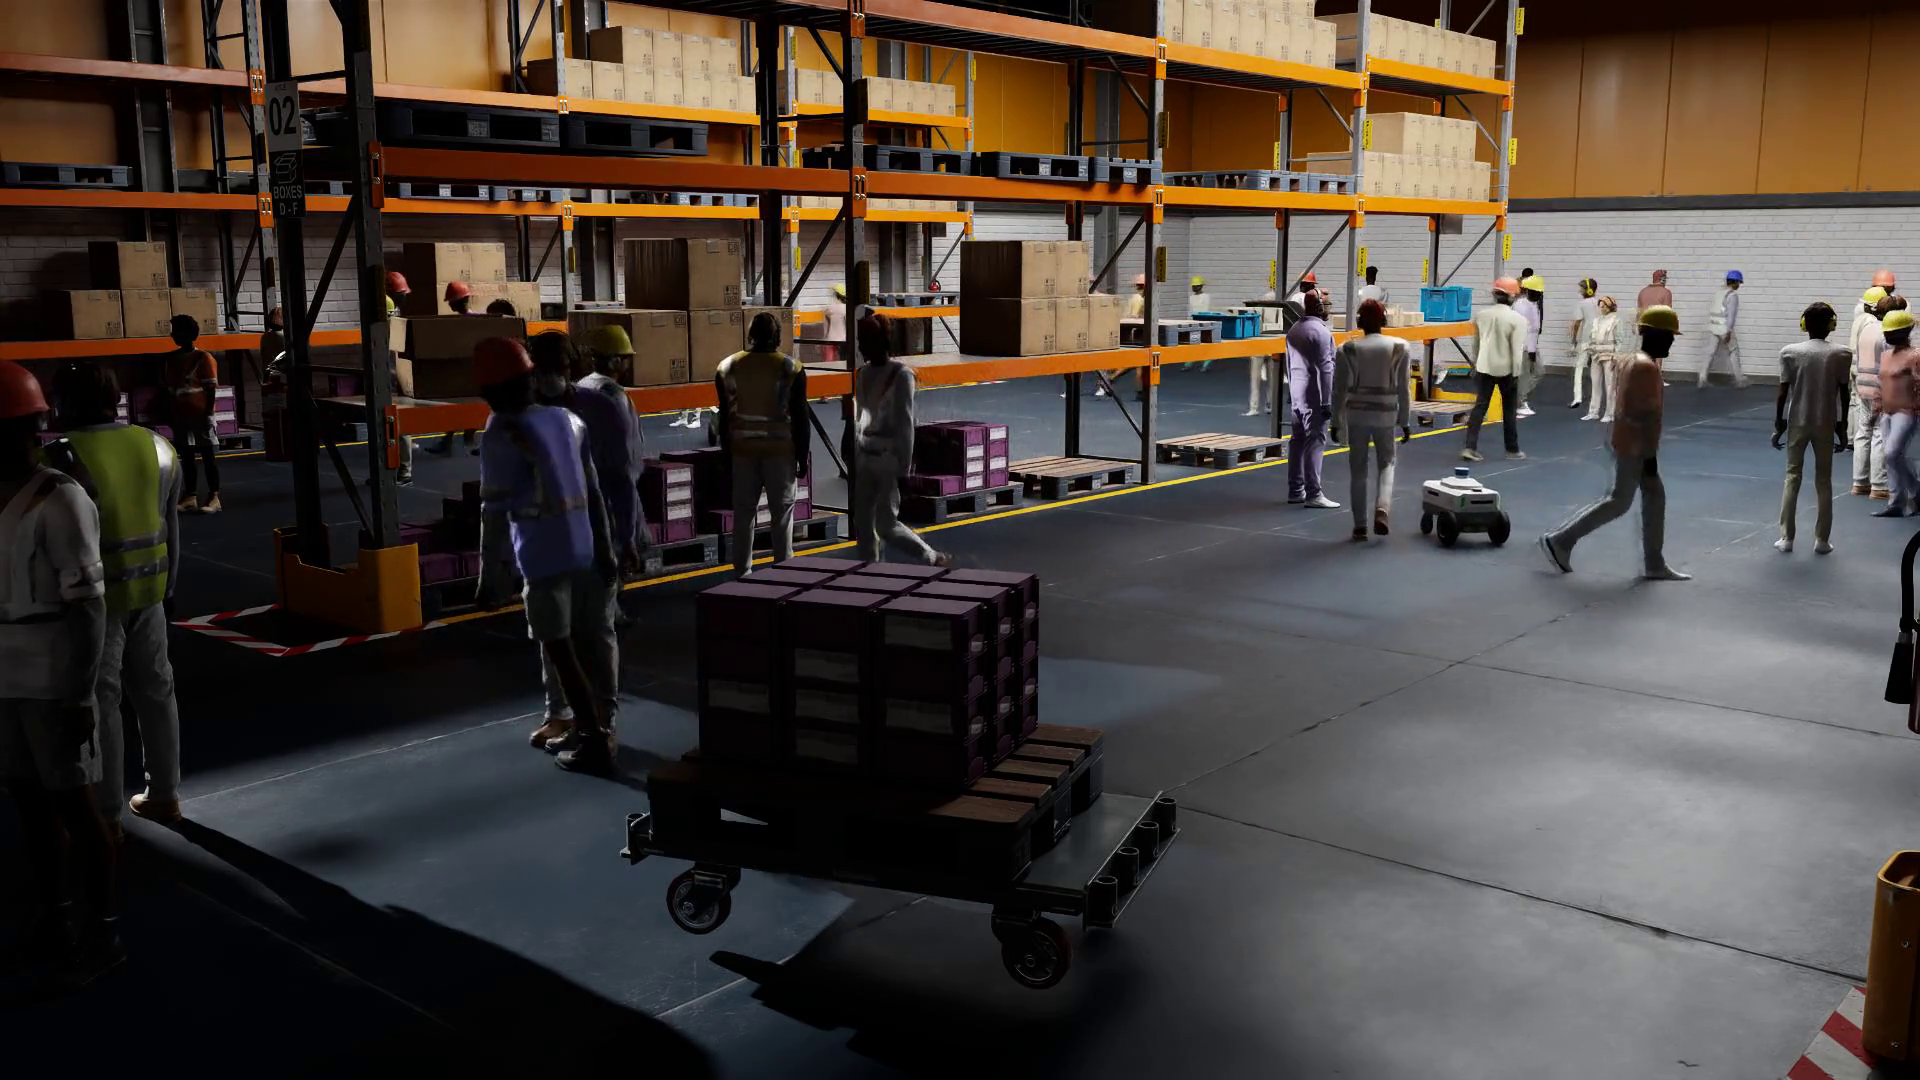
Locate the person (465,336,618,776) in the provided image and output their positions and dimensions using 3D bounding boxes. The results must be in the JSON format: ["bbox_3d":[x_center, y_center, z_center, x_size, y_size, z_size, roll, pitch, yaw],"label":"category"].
[{"bbox_3d":[-1.759,0.083,7.071,0.595,1.884,0.582,5,11,27],"label":"person"}]

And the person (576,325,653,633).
[{"bbox_3d":[-2.038,-0.339,9.696,0.410,1.819,0.595,-7,12,-36],"label":"person"}]

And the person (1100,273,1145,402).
[{"bbox_3d":[2.488,-2.974,24.454,0.749,1.902,0.588,0,10,0],"label":"person"}]

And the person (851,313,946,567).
[{"bbox_3d":[-0.431,-0.477,10.319,0.635,1.867,0.592,-8,13,-37],"label":"person"}]

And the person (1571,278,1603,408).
[{"bbox_3d":[8.926,-2.776,23.502,0.649,1.844,0.611,-1,10,-5],"label":"person"}]

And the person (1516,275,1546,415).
[{"bbox_3d":[7.670,-2.616,22.409,0.432,1.897,0.599,7,12,33],"label":"person"}]

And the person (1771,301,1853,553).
[{"bbox_3d":[6.310,-0.830,12.338,0.520,1.865,0.327,5,11,25],"label":"person"}]

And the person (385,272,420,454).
[{"bbox_3d":[-6.190,-1.922,18.200,0.524,2.003,0.616,-2,10,-13],"label":"person"}]

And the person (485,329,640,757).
[{"bbox_3d":[-1.755,0.026,7.376,0.651,1.908,0.610,-1,10,-6],"label":"person"}]

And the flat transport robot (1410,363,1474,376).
[{"bbox_3d":[8.626,-2.991,29.173,1.431,0.197,0.652,2,10,9],"label":"flat transport robot"}]

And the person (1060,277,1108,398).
[{"bbox_3d":[1.955,-3.092,25.263,0.630,1.864,0.968,8,13,38],"label":"person"}]

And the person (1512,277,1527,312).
[{"bbox_3d":[8.016,-2.846,23.873,0.345,1.845,0.507,1,10,7],"label":"person"}]

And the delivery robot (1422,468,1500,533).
[{"bbox_3d":[3.871,-0.317,12.861,0.477,0.478,0.707,-1,10,-10],"label":"delivery robot"}]

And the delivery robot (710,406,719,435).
[{"bbox_3d":[-2.674,-1.423,19.170,0.477,0.478,0.707,-3,10,-14],"label":"delivery robot"}]

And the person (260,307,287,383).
[{"bbox_3d":[-7.288,-1.679,17.851,0.501,1.628,0.277,6,12,32],"label":"person"}]

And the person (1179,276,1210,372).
[{"bbox_3d":[4.306,-3.912,30.263,0.710,1.738,0.527,-9,13,-40],"label":"person"}]

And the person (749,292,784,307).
[{"bbox_3d":[-2.625,-2.687,22.797,0.651,1.927,0.446,9,13,40],"label":"person"}]

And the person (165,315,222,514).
[{"bbox_3d":[-6.538,-1.064,14.149,0.532,1.696,0.318,4,11,21],"label":"person"}]

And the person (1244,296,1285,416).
[{"bbox_3d":[4.097,-2.463,22.373,0.608,1.611,0.324,-2,10,-12],"label":"person"}]

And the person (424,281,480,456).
[{"bbox_3d":[-5.386,-1.816,17.865,0.906,1.891,0.568,-7,12,-35],"label":"person"}]

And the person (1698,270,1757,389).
[{"bbox_3d":[12.334,-3.361,26.659,0.967,1.888,0.633,-1,10,-5],"label":"person"}]

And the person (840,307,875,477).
[{"bbox_3d":[-0.973,-1.449,16.369,0.323,1.689,0.537,8,13,40],"label":"person"}]

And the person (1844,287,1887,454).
[{"bbox_3d":[9.952,-1.849,18.220,0.403,1.835,0.586,2,10,13],"label":"person"}]

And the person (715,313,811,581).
[{"bbox_3d":[-1.284,-0.574,10.969,0.626,1.837,0.429,1,10,8],"label":"person"}]

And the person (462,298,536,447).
[{"bbox_3d":[-3.345,-0.861,12.447,0.634,1.899,1.006,8,13,38],"label":"person"}]

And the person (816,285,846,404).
[{"bbox_3d":[-1.762,-2.839,24.169,0.602,1.719,0.587,6,11,30],"label":"person"}]

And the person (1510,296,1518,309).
[{"bbox_3d":[8.717,-3.148,26.175,0.308,1.641,0.511,8,13,38],"label":"person"}]

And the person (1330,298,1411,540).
[{"bbox_3d":[3.154,-0.924,12.819,0.613,1.875,0.400,2,10,9],"label":"person"}]

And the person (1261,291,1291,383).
[{"bbox_3d":[5.340,-3.580,28.085,0.524,1.837,0.897,-5,11,-27],"label":"person"}]

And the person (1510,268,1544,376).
[{"bbox_3d":[9.724,-3.717,28.630,0.591,1.916,0.392,6,11,29],"label":"person"}]

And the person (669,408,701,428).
[{"bbox_3d":[-3.452,-2.223,20.920,0.497,1.634,0.279,8,13,39],"label":"person"}]

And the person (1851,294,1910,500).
[{"bbox_3d":[8.326,-1.285,14.992,0.429,1.844,0.627,0,10,-1],"label":"person"}]

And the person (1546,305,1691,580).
[{"bbox_3d":[4.531,-0.660,11.337,0.880,1.889,0.592,4,11,22],"label":"person"}]

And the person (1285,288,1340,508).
[{"bbox_3d":[3.094,-1.235,14.521,0.407,1.910,0.639,-3,10,-16],"label":"person"}]

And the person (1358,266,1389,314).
[{"bbox_3d":[6.766,-3.544,27.503,0.614,1.962,0.366,1,10,6],"label":"person"}]

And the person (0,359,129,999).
[{"bbox_3d":[-2.820,0.418,5.025,0.552,1.934,0.363,6,12,30],"label":"person"}]

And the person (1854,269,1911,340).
[{"bbox_3d":[11.102,-2.271,20.122,0.604,2.020,0.878,3,10,16],"label":"person"}]

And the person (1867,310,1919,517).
[{"bbox_3d":[7.824,-1.045,13.892,0.388,1.745,0.531,0,10,-1],"label":"person"}]

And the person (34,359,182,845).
[{"bbox_3d":[-3.258,0.236,6.331,0.429,1.844,0.626,4,11,24],"label":"person"}]

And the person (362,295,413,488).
[{"bbox_3d":[-5.411,-1.407,15.705,0.591,1.834,0.404,7,12,35],"label":"person"}]

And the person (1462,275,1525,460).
[{"bbox_3d":[5.704,-1.816,17.678,0.667,1.995,0.627,-9,13,-42],"label":"person"}]

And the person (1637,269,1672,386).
[{"bbox_3d":[11.403,-3.469,27.240,0.403,1.906,0.651,-5,11,-26],"label":"person"}]

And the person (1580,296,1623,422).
[{"bbox_3d":[8.378,-2.351,21.638,0.308,1.639,0.510,-5,11,-26],"label":"person"}]

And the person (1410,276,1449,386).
[{"bbox_3d":[7.633,-3.415,26.990,0.484,1.882,0.721,-1,10,-4],"label":"person"}]

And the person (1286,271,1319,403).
[{"bbox_3d":[4.950,-2.917,24.015,0.375,1.934,0.548,-2,10,-13],"label":"person"}]
